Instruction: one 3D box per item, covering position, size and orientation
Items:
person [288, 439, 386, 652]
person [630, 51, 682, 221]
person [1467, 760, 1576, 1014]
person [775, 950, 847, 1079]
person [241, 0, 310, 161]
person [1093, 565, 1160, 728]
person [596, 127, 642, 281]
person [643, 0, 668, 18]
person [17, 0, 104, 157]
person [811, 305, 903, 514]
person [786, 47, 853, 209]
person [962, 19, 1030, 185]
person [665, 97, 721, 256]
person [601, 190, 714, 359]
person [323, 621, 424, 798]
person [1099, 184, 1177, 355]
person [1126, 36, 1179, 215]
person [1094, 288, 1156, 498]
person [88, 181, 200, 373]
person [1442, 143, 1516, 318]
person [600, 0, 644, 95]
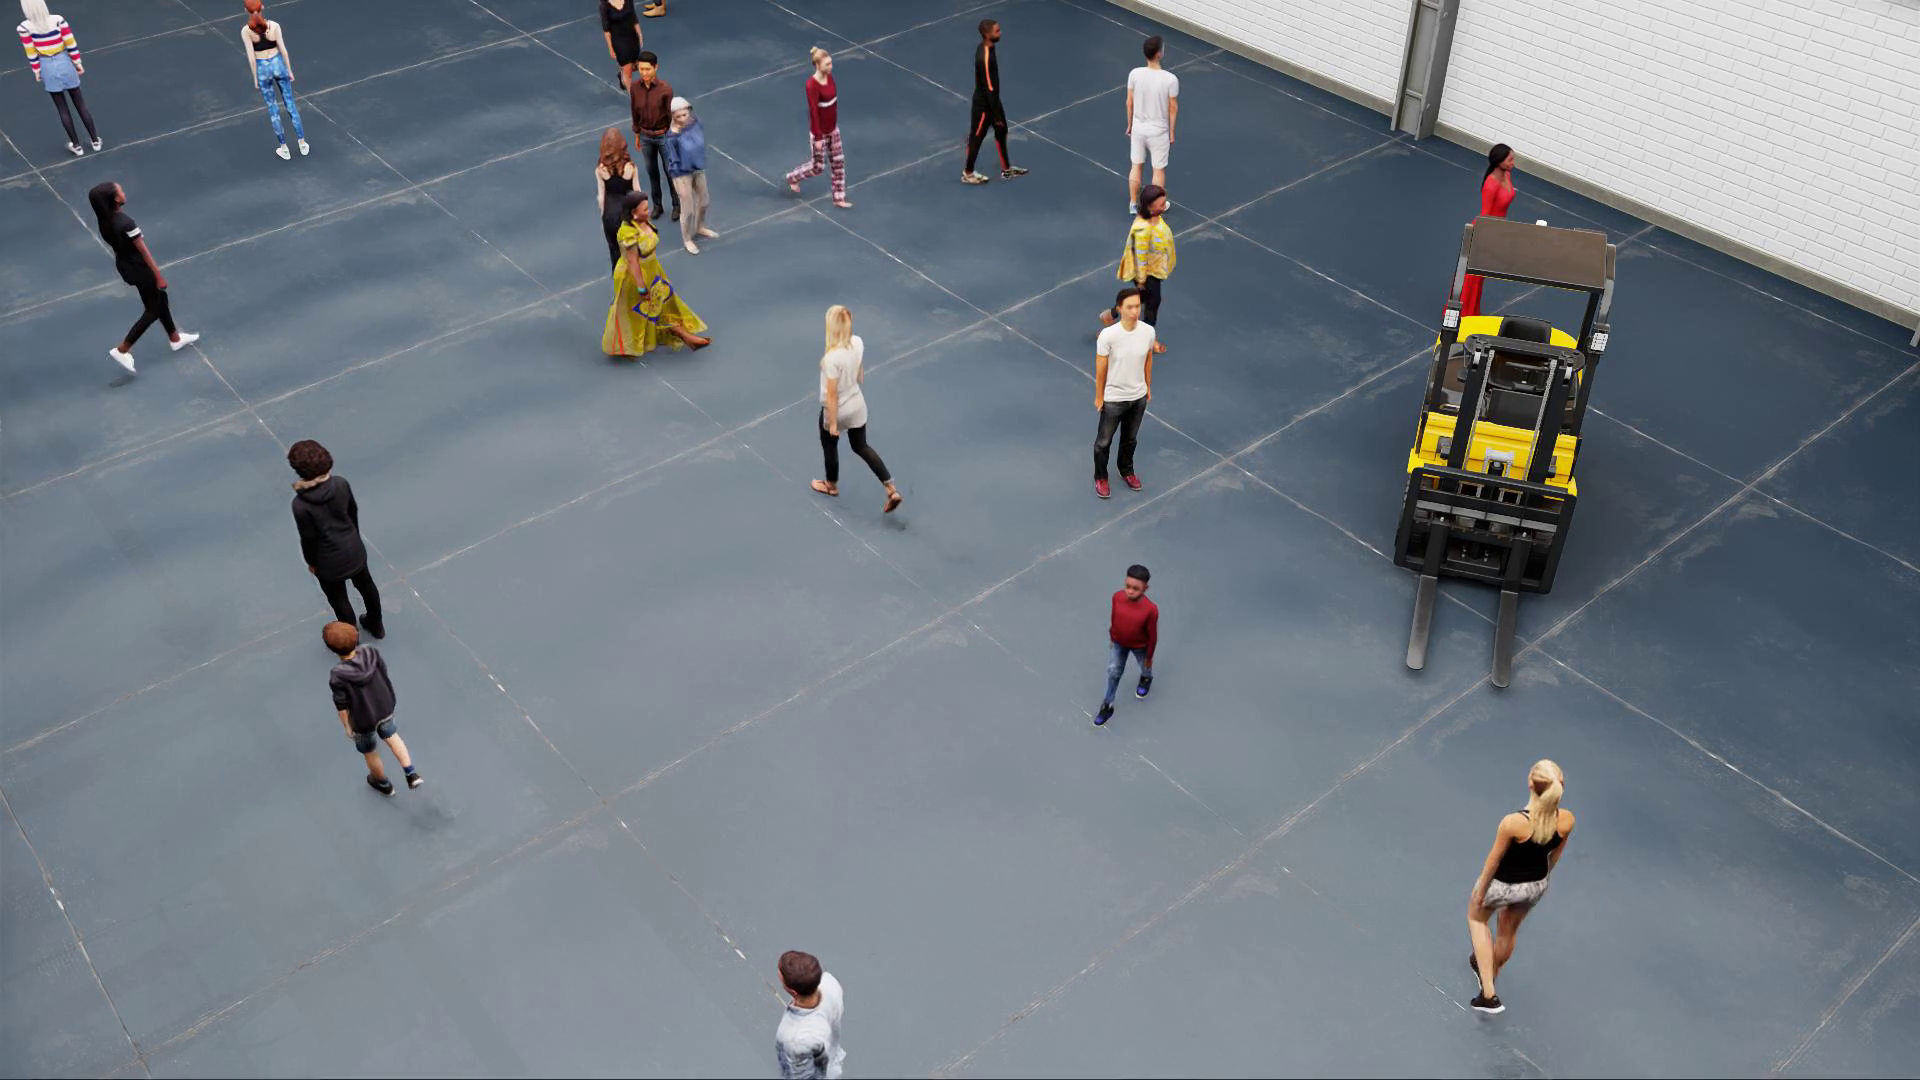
[{"bbox_3d":[-4.328,0.057,11.549,0.694,1.781,0.689,23,44,26],"label":"person"},{"bbox_3d":[-3.052,-4.070,16.719,0.664,1.778,0.762,8,39,10],"label":"person"},{"bbox_3d":[3.078,1.951,9.133,0.818,1.835,0.908,-3,39,-3],"label":"person"},{"bbox_3d":[-0.713,2.659,8.238,0.738,1.846,0.727,10,40,12],"label":"person"},{"bbox_3d":[-7.376,-4.969,17.847,0.592,1.785,0.601,-23,44,-26],"label":"person"},{"bbox_3d":[1.198,0.641,11.268,0.882,1.219,0.774,19,42,22],"label":"person"},{"bbox_3d":[-3.125,-2.965,15.364,0.639,1.743,0.654,-6,39,-8],"label":"person"},{"bbox_3d":[-3.934,-7.537,21.113,0.765,1.711,0.676,-2,39,-2],"label":"person"},{"bbox_3d":[-9.716,-5.046,17.916,0.678,1.808,0.542,-22,43,-25],"label":"person"},{"bbox_3d":[-0.810,-0.959,12.809,1.177,1.796,0.795,24,45,27],"label":"person"},{"bbox_3d":[-1.458,-4.197,16.953,1.038,1.684,0.830,19,42,22],"label":"person"},{"bbox_3d":[0.180,-4.530,17.289,1.067,1.785,1.009,3,39,4],"label":"person"},{"bbox_3d":[-2.657,-3.557,16.174,0.724,1.666,0.780,15,41,18],"label":"person"},{"bbox_3d":[-2.905,-2.292,14.640,1.338,1.603,1.235,7,39,8],"label":"person"},{"bbox_3d":[-3.701,1.101,10.515,0.772,1.440,0.638,25,45,28],"label":"person"},{"bbox_3d":[1.584,-2.408,14.750,1.051,1.637,0.973,8,39,10],"label":"person"},{"bbox_3d":[1.916,-4.155,16.765,0.682,1.854,0.821,15,41,18],"label":"person"},{"bbox_3d":[1.278,-1.168,13.072,0.702,1.805,0.655,-13,41,-16],"label":"person"},{"bbox_3d":[-7.242,-2.287,14.543,1.038,1.708,0.788,27,46,30],"label":"person"},{"bbox_3d":[4.736,-2.756,15.077,0.691,1.783,0.702,23,44,26],"label":"person"},{"bbox_3d":[-3.828,-5.627,18.769,0.644,1.652,0.830,-27,46,-30],"label":"person"}]
